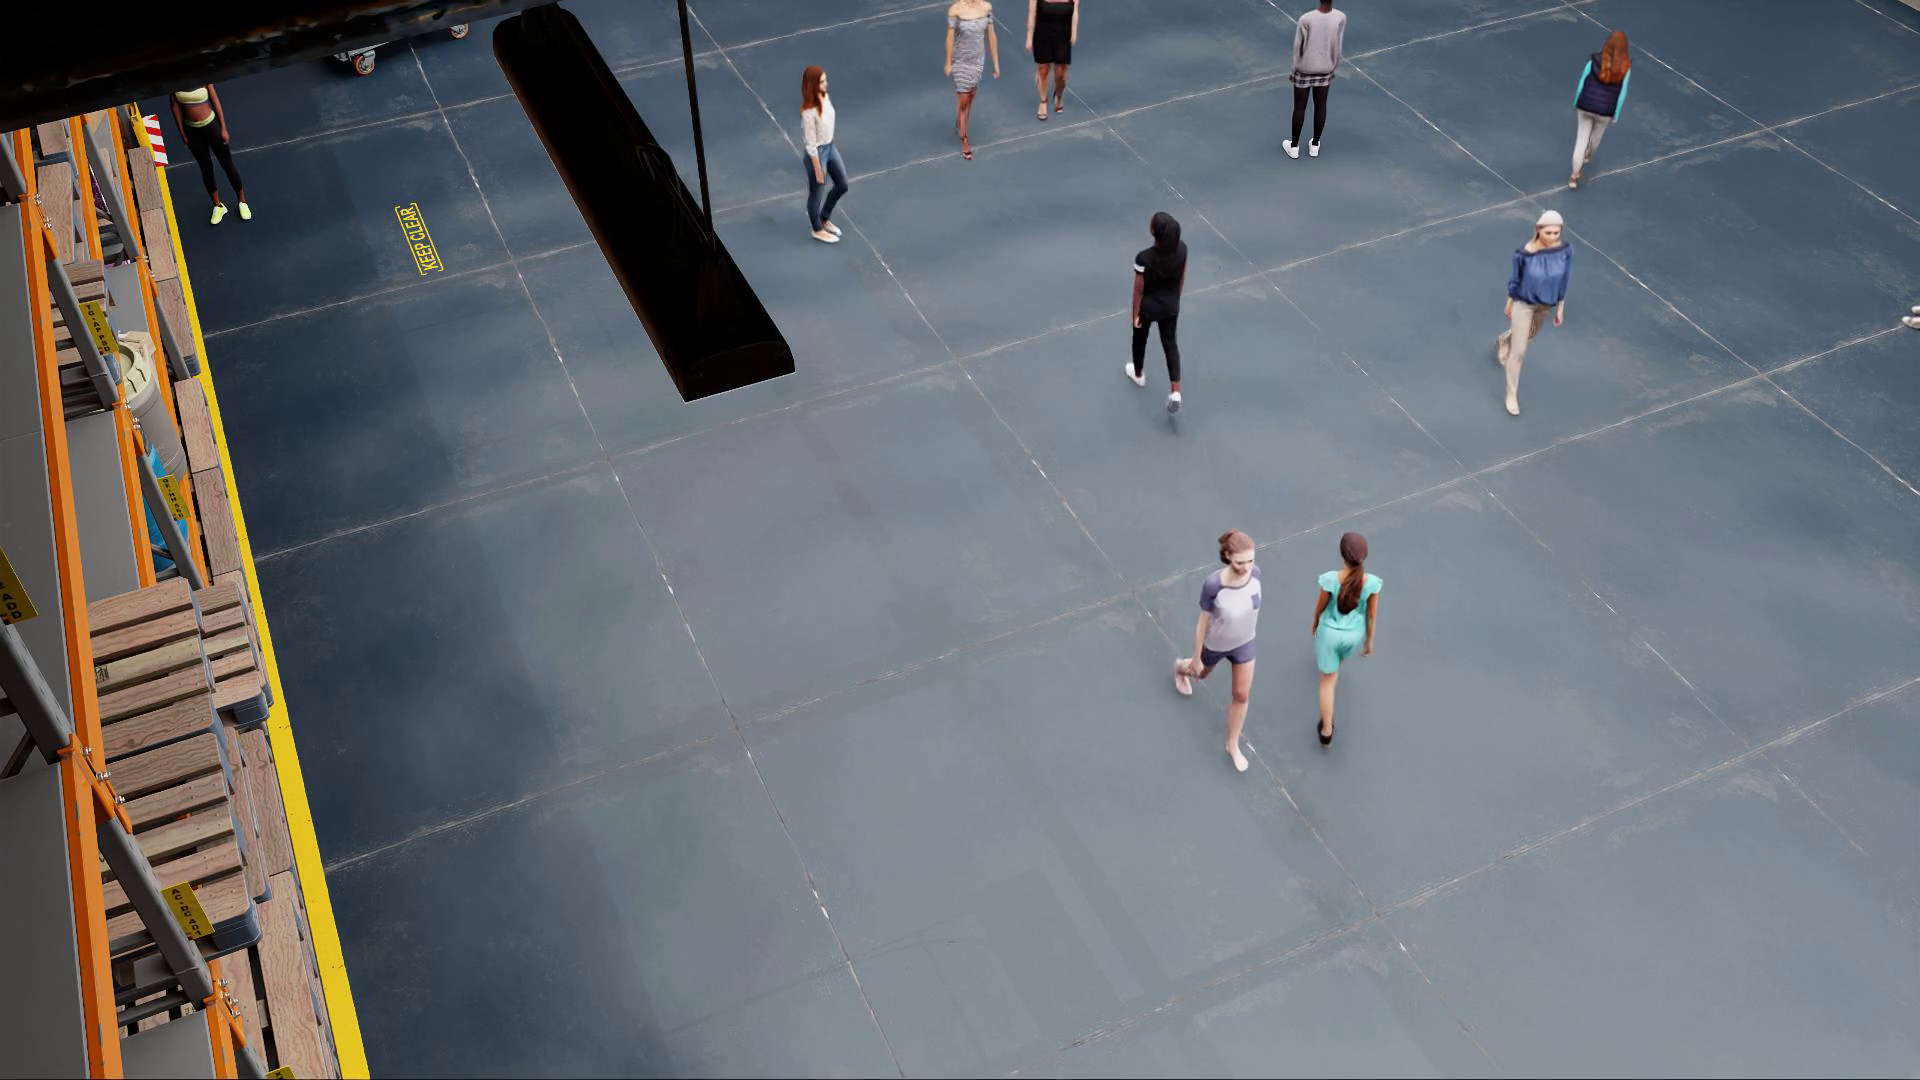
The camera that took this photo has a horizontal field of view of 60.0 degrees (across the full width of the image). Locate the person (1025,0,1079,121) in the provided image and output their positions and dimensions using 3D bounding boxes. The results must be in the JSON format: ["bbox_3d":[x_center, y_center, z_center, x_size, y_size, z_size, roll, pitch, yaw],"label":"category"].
[{"bbox_3d":[0.881,-4.921,16.248,0.766,1.706,0.774,0,44,0],"label":"person"}]

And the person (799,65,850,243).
[{"bbox_3d":[-1.303,-3.395,14.633,0.754,1.724,0.708,18,46,18],"label":"person"}]

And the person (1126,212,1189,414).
[{"bbox_3d":[1.576,-1.771,12.937,0.722,1.711,1.097,-12,45,-12],"label":"person"}]

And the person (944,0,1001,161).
[{"bbox_3d":[0.045,-4.573,15.816,0.615,1.797,0.761,-17,46,-17],"label":"person"}]

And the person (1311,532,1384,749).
[{"bbox_3d":[2.408,0.642,10.545,0.874,1.518,1.136,3,44,3],"label":"person"}]

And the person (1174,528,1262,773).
[{"bbox_3d":[1.629,0.583,10.452,0.669,1.731,1.141,-13,45,-13],"label":"person"}]

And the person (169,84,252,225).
[{"bbox_3d":[-6.775,-3.676,14.905,0.594,1.755,0.567,-10,45,-10],"label":"person"}]

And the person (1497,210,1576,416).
[{"bbox_3d":[4.480,-1.888,13.092,0.870,1.668,1.176,-4,44,-4],"label":"person"}]

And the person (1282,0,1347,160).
[{"bbox_3d":[3.349,-4.439,15.696,0.681,1.769,0.655,-4,44,-4],"label":"person"}]

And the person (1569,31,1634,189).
[{"bbox_3d":[5.887,-3.967,15.417,0.951,1.470,0.986,17,46,17],"label":"person"}]
